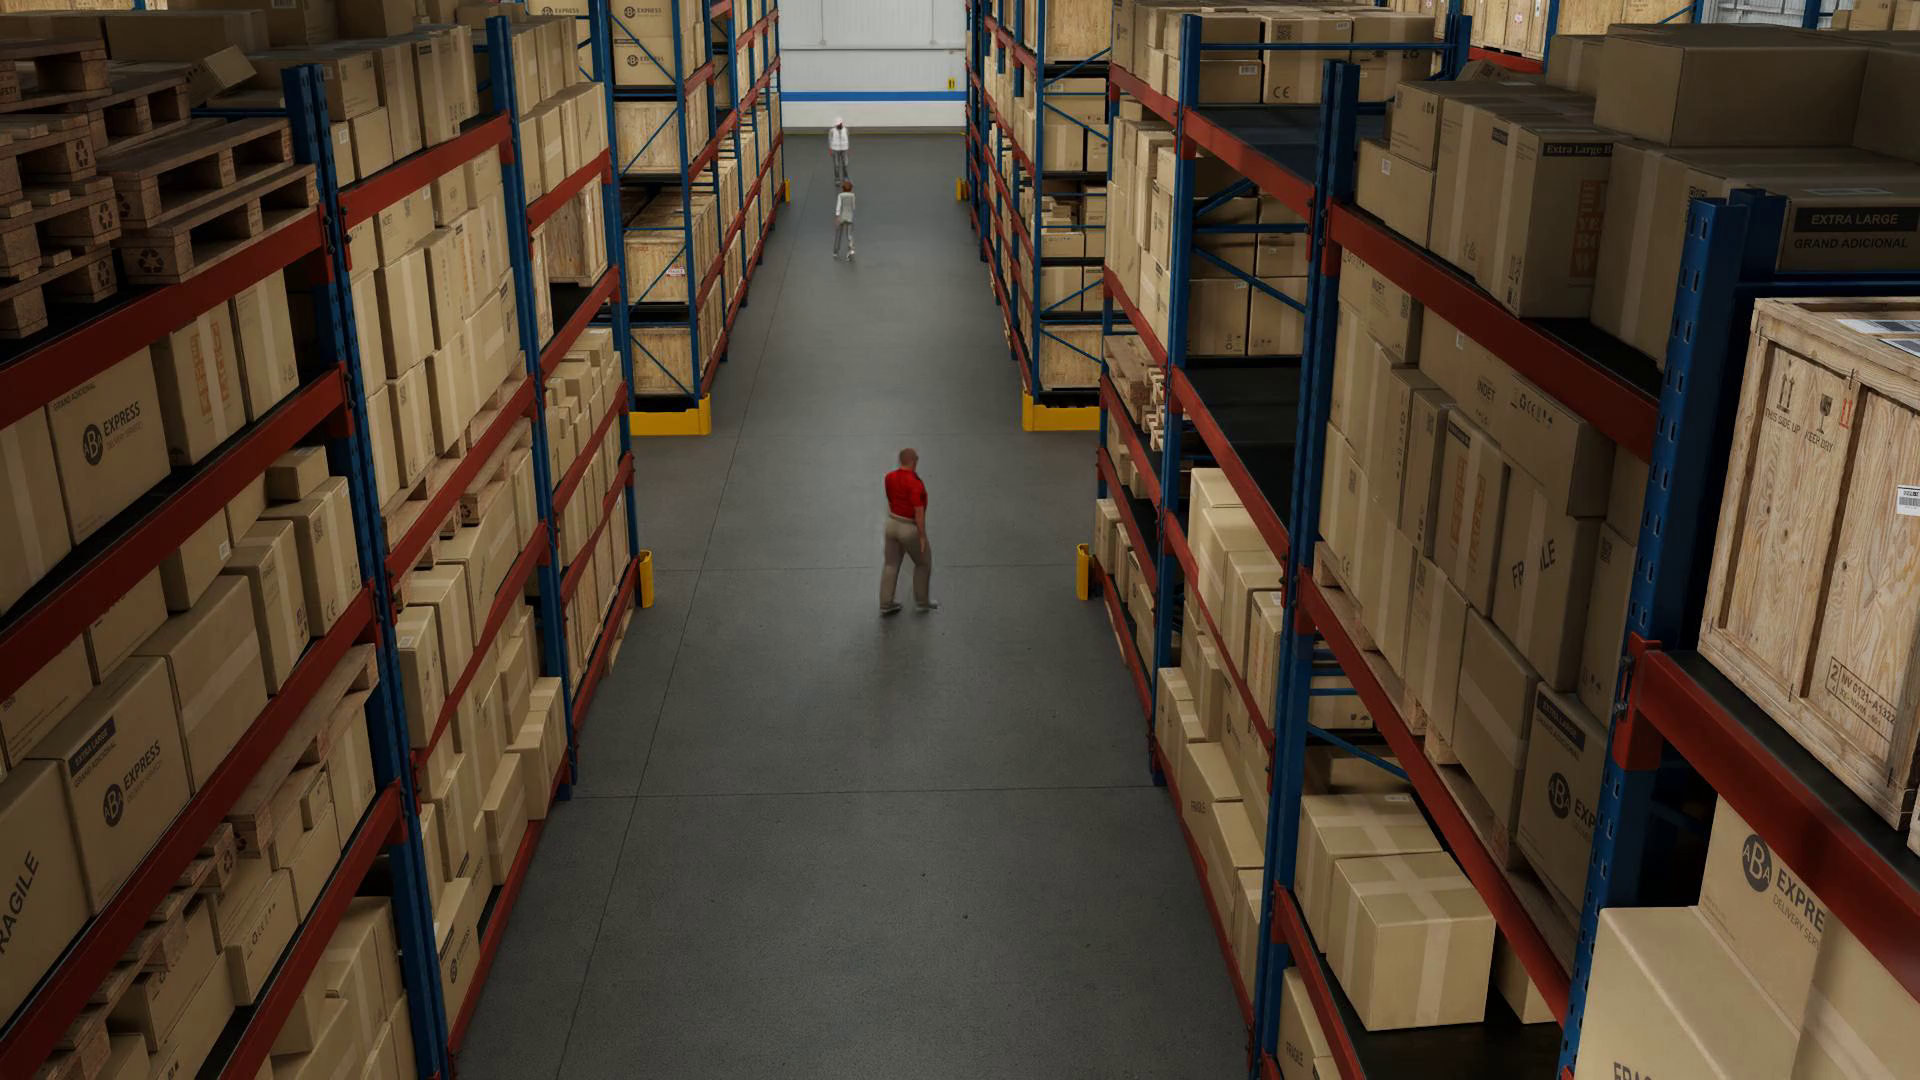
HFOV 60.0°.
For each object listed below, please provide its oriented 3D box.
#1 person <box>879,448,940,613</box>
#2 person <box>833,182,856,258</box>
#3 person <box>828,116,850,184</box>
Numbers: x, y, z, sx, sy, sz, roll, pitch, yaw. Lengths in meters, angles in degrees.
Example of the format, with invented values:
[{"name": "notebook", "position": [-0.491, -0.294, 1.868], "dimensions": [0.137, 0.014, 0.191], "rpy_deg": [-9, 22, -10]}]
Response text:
[{"name": "person", "position": [-0.507, -0.094, 16.760], "dimensions": [0.669, 1.735, 0.625], "rpy_deg": [16, 26, 37]}, {"name": "person", "position": [-2.389, -6.657, 34.597], "dimensions": [0.479, 1.565, 0.751], "rpy_deg": [-5, 21, -12]}, {"name": "person", "position": [-3.181, -10.322, 44.102], "dimensions": [0.568, 1.763, 0.554], "rpy_deg": [-5, 21, -13]}]
